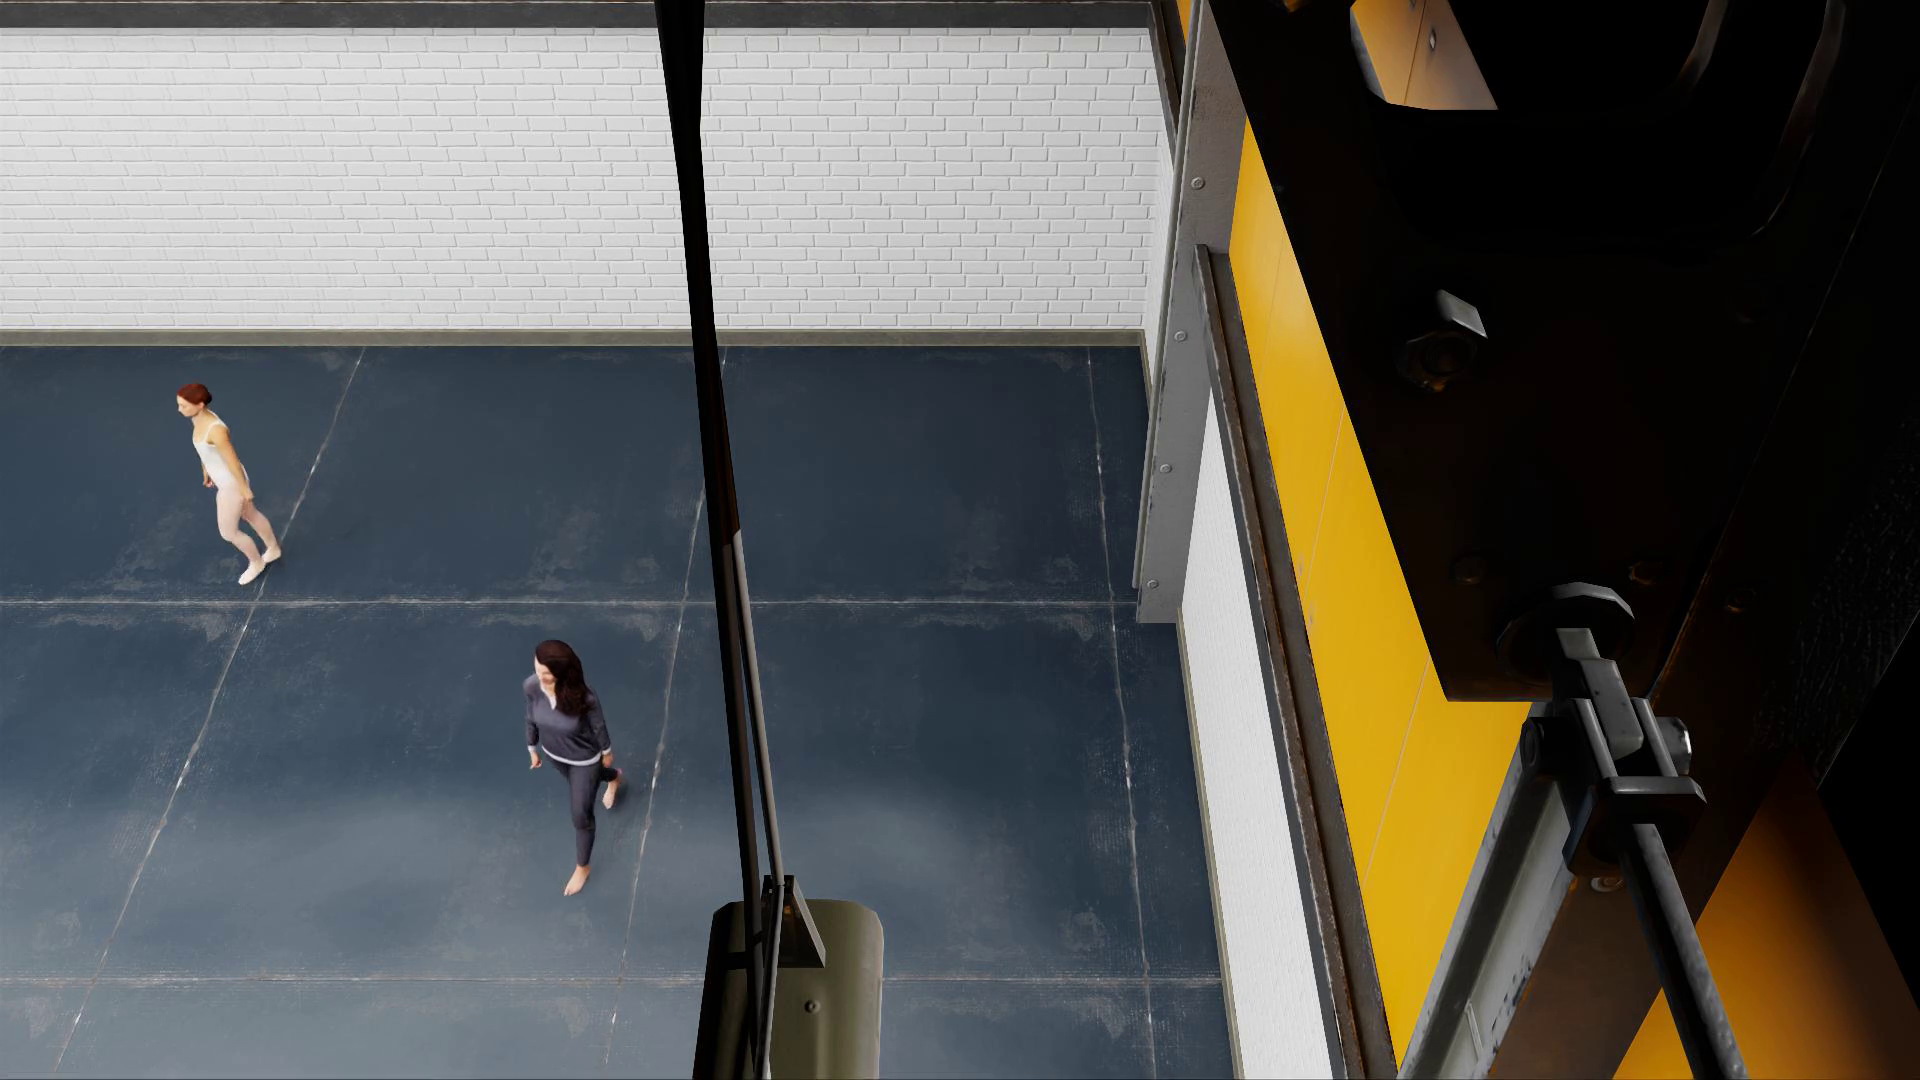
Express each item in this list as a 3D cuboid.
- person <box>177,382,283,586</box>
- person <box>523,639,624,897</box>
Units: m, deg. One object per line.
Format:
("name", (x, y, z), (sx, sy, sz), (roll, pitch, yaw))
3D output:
("person", (-4.928, -0.441, 11.393), (0.766, 1.631, 0.703), (-32, 52, -29))
("person", (-2.206, 1.166, 9.635), (0.861, 1.731, 1.201), (12, 45, 13))
